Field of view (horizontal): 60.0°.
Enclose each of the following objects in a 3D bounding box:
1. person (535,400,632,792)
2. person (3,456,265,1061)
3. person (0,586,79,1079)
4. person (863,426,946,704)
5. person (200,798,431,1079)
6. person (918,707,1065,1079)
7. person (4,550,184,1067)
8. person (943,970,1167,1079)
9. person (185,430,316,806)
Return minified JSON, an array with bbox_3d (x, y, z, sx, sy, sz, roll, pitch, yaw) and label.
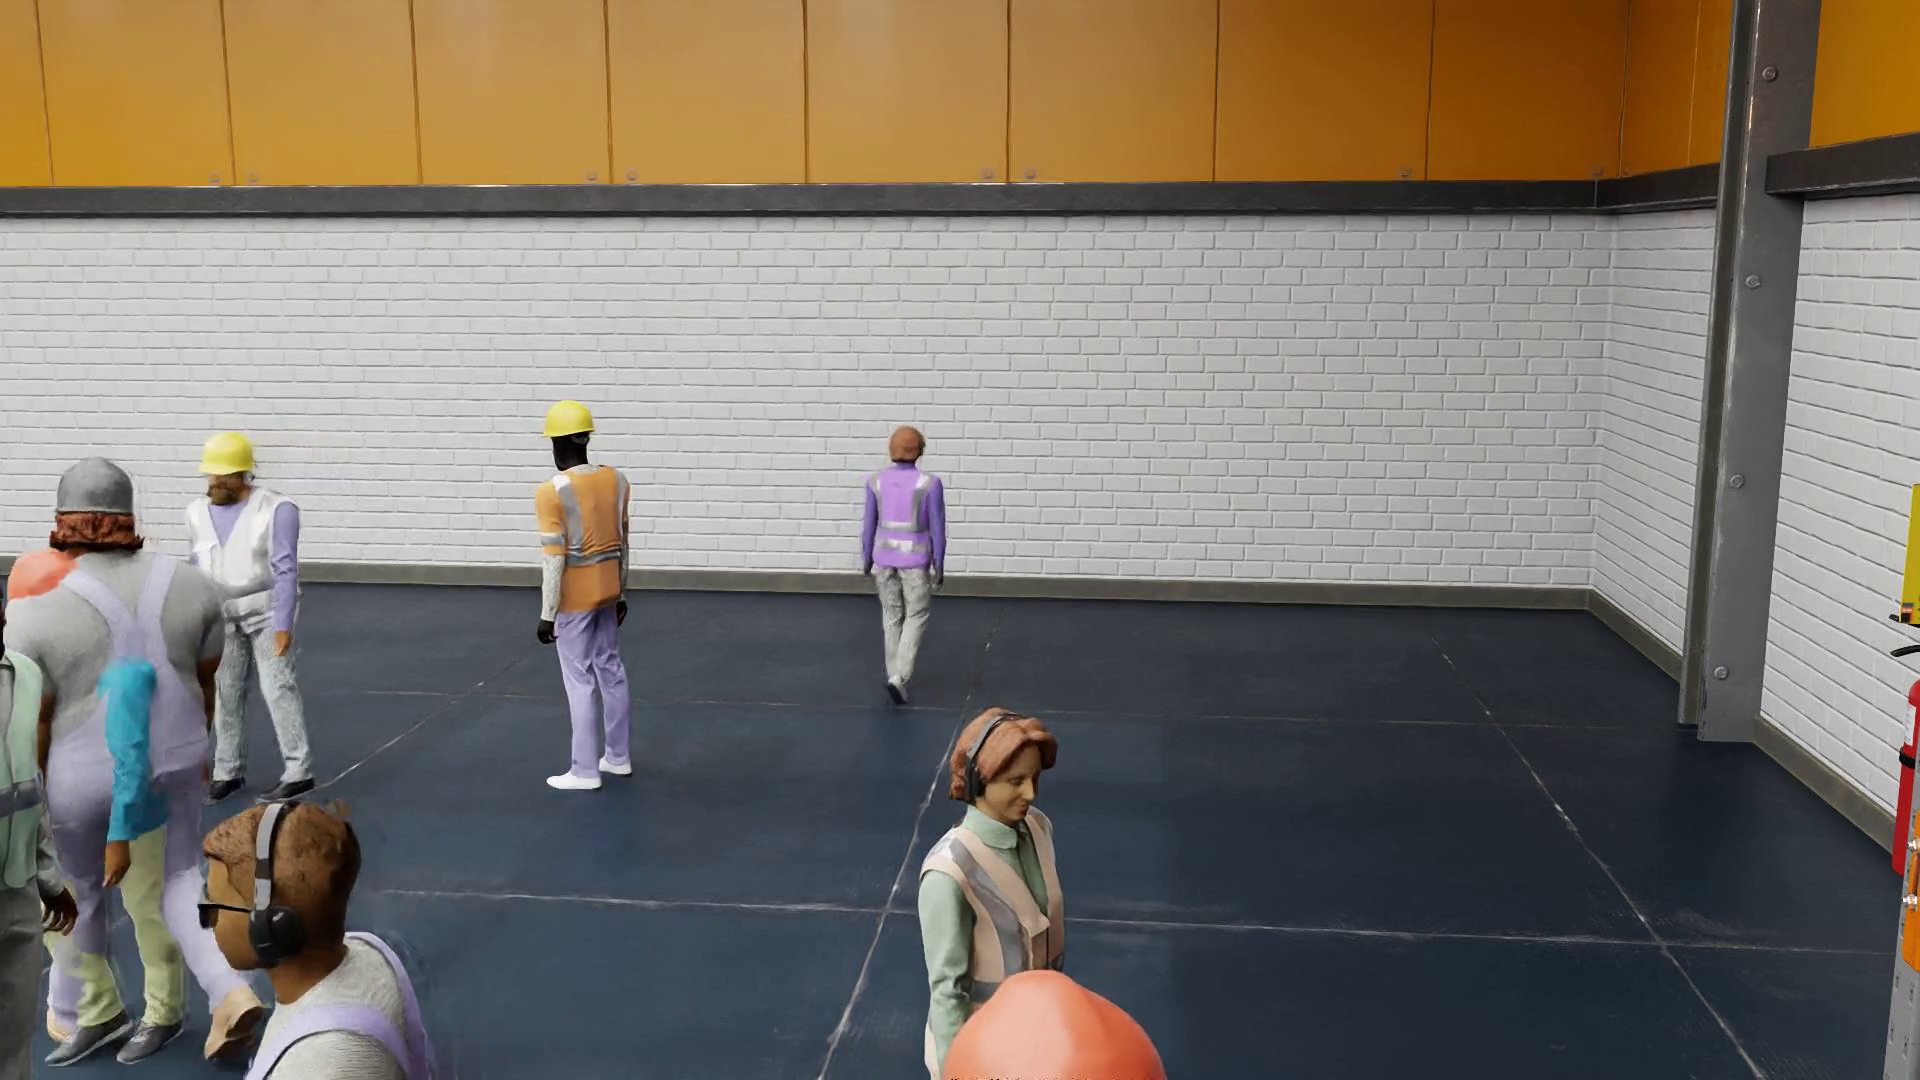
[{"bbox_3d":[-1.866,0.274,8.176,0.386,1.922,0.594,6,11,29],"label":"person"},{"bbox_3d":[-2.690,0.708,5.357,0.836,2.000,0.694,8,12,37],"label":"person"},{"bbox_3d":[-2.575,0.947,4.342,0.392,1.919,0.587,1,10,8],"label":"person"},{"bbox_3d":[-0.356,0.146,9.817,0.549,1.645,0.483,5,11,25],"label":"person"},{"bbox_3d":[-0.942,1.282,2.757,0.899,1.818,0.529,-1,10,-5],"label":"person"},{"bbox_3d":[0.075,1.183,3.794,0.307,1.637,0.511,5,11,26],"label":"person"},{"bbox_3d":[-2.767,0.869,5.335,0.589,1.718,0.521,4,11,24],"label":"person"},{"bbox_3d":[0.103,1.391,1.768,0.542,1.928,0.380,-5,11,-25],"label":"person"},{"bbox_3d":[-3.409,0.376,7.921,0.616,1.820,0.438,2,10,9],"label":"person"}]
